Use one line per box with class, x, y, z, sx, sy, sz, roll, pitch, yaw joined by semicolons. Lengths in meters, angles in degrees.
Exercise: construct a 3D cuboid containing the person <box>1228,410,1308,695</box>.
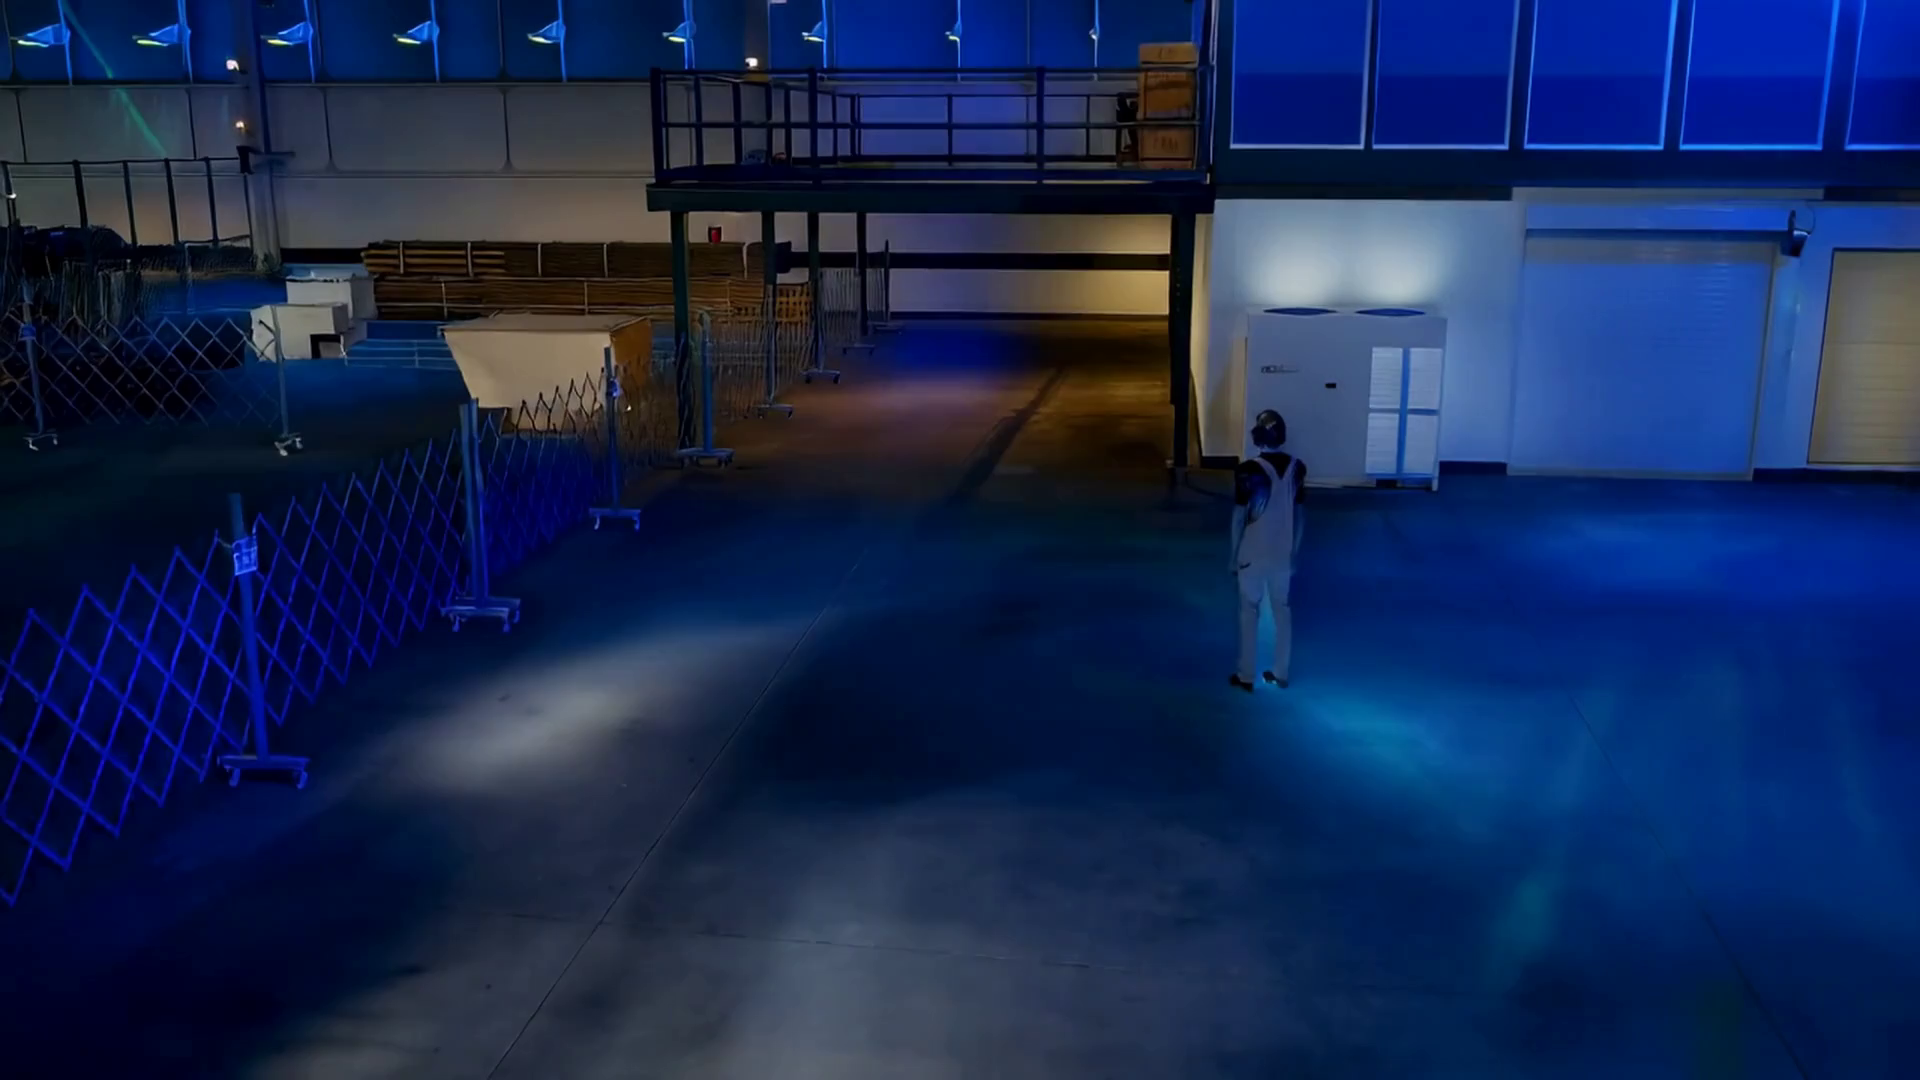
person;1.962;0.085;10.632;0.501;1.839;0.345;-5;15;-20
